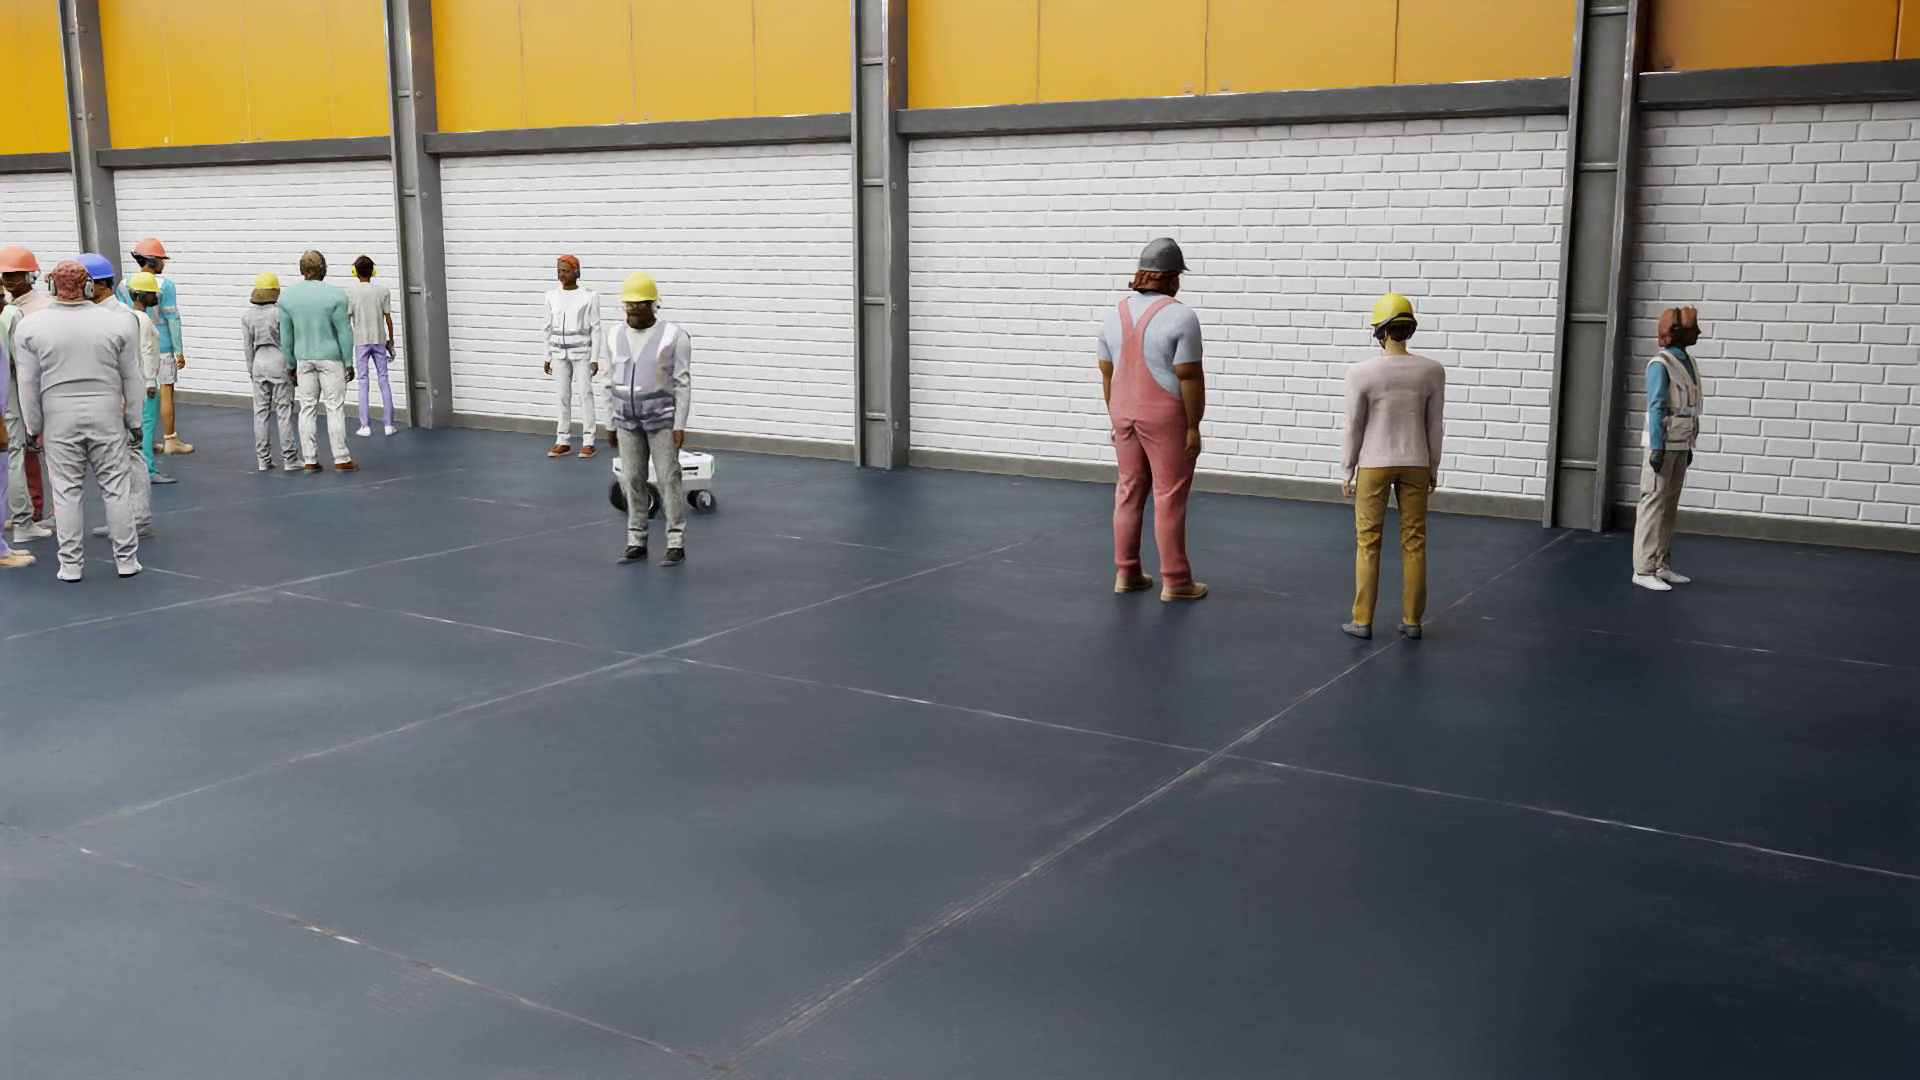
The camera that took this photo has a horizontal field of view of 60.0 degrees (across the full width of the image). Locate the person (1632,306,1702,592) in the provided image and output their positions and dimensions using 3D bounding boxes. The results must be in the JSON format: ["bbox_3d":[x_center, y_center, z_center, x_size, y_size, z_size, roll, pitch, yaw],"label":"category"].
[{"bbox_3d":[4.130,-0.533,9.689,0.306,1.642,0.523,9,14,42],"label":"person"}]

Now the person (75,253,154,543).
[{"bbox_3d":[-5.716,-0.951,11.209,0.618,1.934,0.421,9,13,40],"label":"person"}]

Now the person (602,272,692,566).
[{"bbox_3d":[-1.957,-0.747,10.373,0.595,1.828,0.403,3,11,14],"label":"person"}]

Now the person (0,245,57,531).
[{"bbox_3d":[-6.470,-1.042,11.573,0.617,1.990,0.399,3,11,17],"label":"person"}]

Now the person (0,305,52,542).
[{"bbox_3d":[-6.481,-0.915,11.124,0.587,1.890,0.390,0,10,-1],"label":"person"}]

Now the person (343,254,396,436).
[{"bbox_3d":[-6.124,-2.013,17.248,0.512,1.876,0.329,-5,11,-26],"label":"person"}]

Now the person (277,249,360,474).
[{"bbox_3d":[-5.550,-1.534,14.413,0.627,1.940,0.372,0,10,3],"label":"person"}]

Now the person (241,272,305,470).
[{"bbox_3d":[-6.054,-1.482,14.667,0.486,1.745,0.295,2,10,8],"label":"person"}]

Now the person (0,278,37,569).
[{"bbox_3d":[-5.969,-0.726,10.232,0.357,1.836,0.511,-8,13,-39],"label":"person"}]

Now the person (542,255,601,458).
[{"bbox_3d":[-3.623,-1.704,15.512,0.575,1.883,0.355,2,10,13],"label":"person"}]

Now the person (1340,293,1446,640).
[{"bbox_3d":[2.178,-0.363,8.436,0.524,1.761,0.339,-1,10,-3],"label":"person"}]

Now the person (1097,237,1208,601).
[{"bbox_3d":[1.138,-0.688,9.442,0.536,2.000,0.678,-9,14,-41],"label":"person"}]

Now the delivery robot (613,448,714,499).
[{"bbox_3d":[-2.190,-0.512,12.325,0.707,0.478,0.477,-5,11,-25],"label":"delivery robot"}]

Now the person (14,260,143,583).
[{"bbox_3d":[-5.208,-0.701,9.886,0.651,1.906,0.409,-6,12,-30],"label":"person"}]

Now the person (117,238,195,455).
[{"bbox_3d":[-7.588,-1.817,15.697,0.614,2.039,0.383,2,11,13],"label":"person"}]

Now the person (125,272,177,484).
[{"bbox_3d":[-6.763,-1.343,13.860,0.338,1.758,0.518,-7,12,-33],"label":"person"}]
